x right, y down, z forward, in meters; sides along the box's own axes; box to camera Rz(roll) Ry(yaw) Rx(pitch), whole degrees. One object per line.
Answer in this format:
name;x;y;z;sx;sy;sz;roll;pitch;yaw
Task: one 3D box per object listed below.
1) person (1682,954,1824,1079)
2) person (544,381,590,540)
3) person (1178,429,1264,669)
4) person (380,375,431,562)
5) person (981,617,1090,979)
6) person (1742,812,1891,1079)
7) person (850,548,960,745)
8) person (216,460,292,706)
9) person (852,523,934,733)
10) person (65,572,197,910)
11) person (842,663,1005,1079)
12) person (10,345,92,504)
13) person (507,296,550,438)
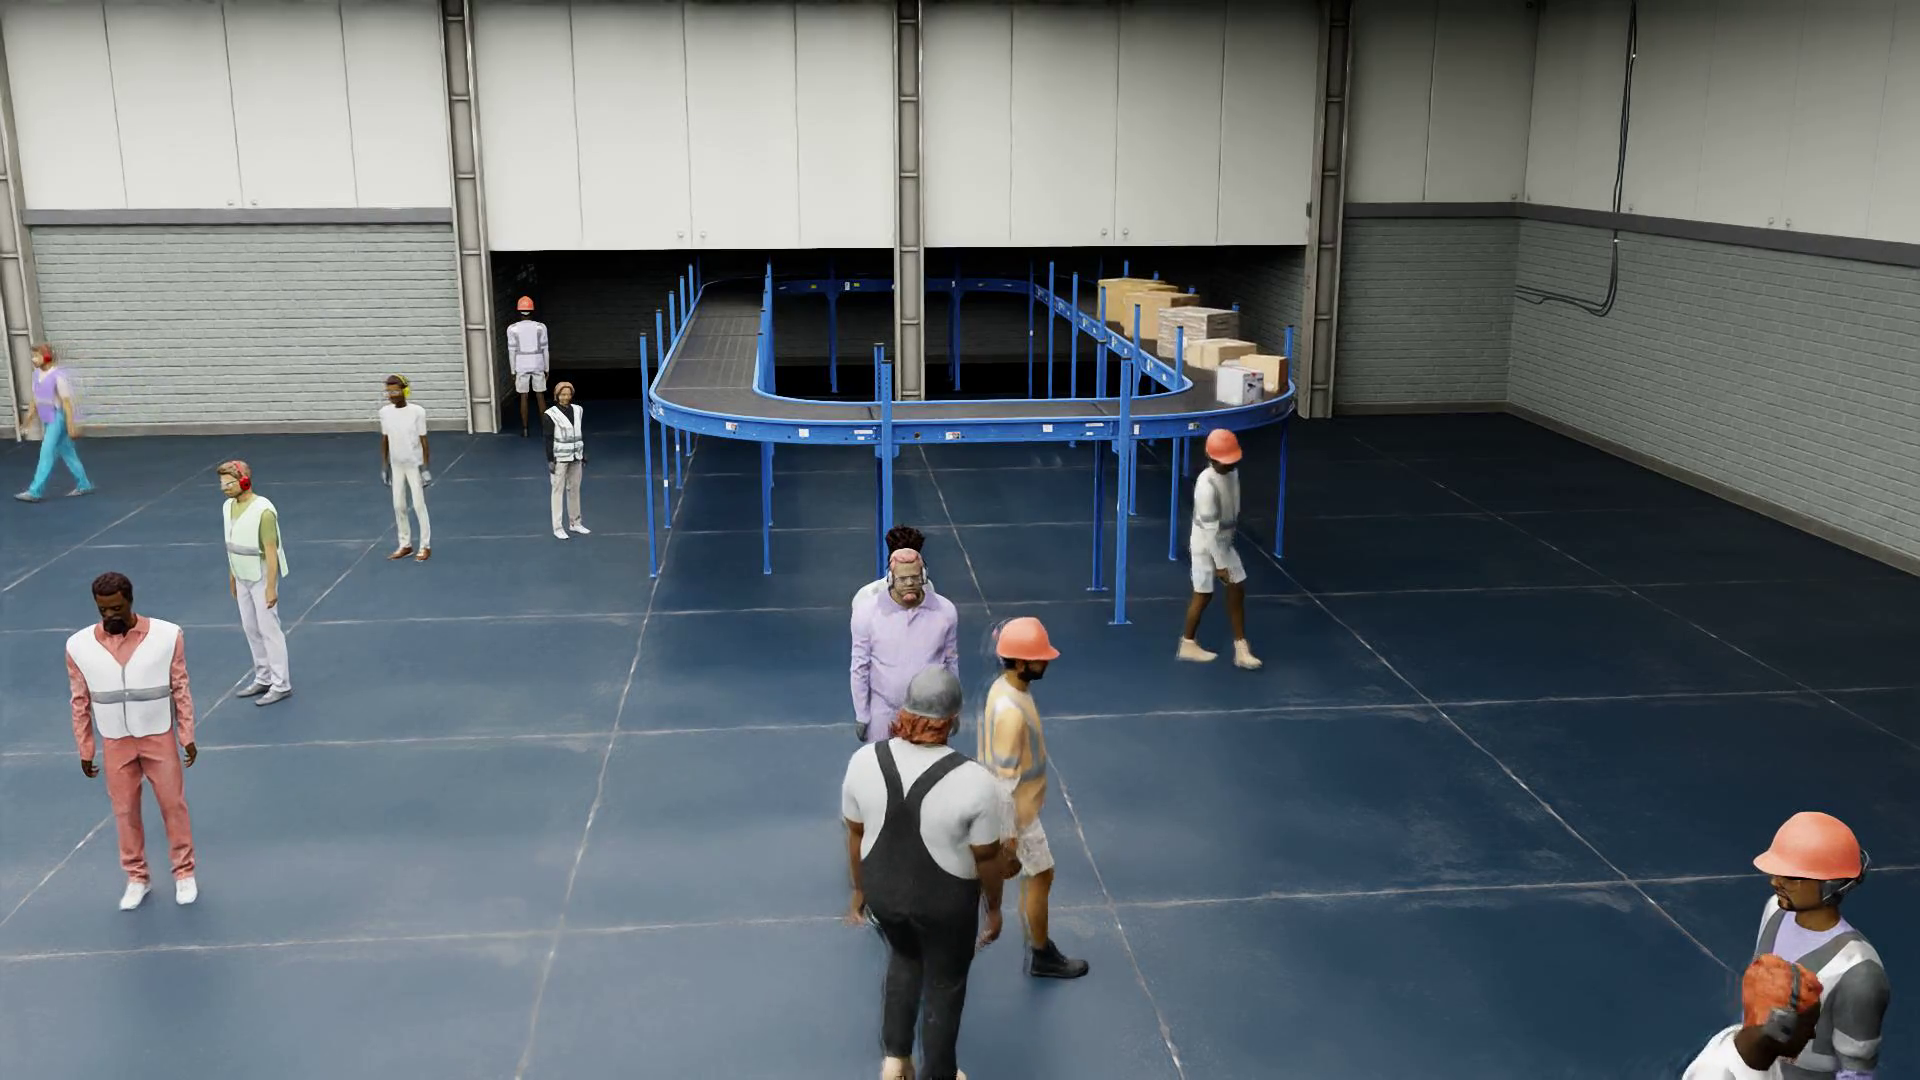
person;2.218;2.135;4.973;0.474;1.864;0.793;13;19;41
person;-4.095;-0.838;17.327;0.308;1.636;0.524;9;17;33
person;2.062;0.078;12.977;0.817;1.974;0.699;12;18;39
person;-5.449;-0.708;16.368;0.505;1.864;0.321;3;14;12
person;0.212;1.291;8.263;0.823;1.912;0.551;0;14;-1
person;2.790;1.881;5.624;0.374;2.043;0.612;-1;14;-5
person;-0.304;0.974;9.526;0.638;1.911;0.402;-4;15;-15
person;-5.241;0.303;12.375;0.576;1.831;0.407;10;17;35
person;-0.359;0.861;9.878;0.601;1.958;0.380;-13;19;-43
person;-4.510;1.082;9.106;0.599;1.908;0.403;-5;15;-18
person;-0.123;1.491;7.187;0.700;2.000;0.539;6;15;23
person;-10.422;-1.317;18.927;0.570;1.795;0.935;12;19;41
person;-5.910;-2.368;22.839;0.545;1.939;0.354;-5;15;-18
